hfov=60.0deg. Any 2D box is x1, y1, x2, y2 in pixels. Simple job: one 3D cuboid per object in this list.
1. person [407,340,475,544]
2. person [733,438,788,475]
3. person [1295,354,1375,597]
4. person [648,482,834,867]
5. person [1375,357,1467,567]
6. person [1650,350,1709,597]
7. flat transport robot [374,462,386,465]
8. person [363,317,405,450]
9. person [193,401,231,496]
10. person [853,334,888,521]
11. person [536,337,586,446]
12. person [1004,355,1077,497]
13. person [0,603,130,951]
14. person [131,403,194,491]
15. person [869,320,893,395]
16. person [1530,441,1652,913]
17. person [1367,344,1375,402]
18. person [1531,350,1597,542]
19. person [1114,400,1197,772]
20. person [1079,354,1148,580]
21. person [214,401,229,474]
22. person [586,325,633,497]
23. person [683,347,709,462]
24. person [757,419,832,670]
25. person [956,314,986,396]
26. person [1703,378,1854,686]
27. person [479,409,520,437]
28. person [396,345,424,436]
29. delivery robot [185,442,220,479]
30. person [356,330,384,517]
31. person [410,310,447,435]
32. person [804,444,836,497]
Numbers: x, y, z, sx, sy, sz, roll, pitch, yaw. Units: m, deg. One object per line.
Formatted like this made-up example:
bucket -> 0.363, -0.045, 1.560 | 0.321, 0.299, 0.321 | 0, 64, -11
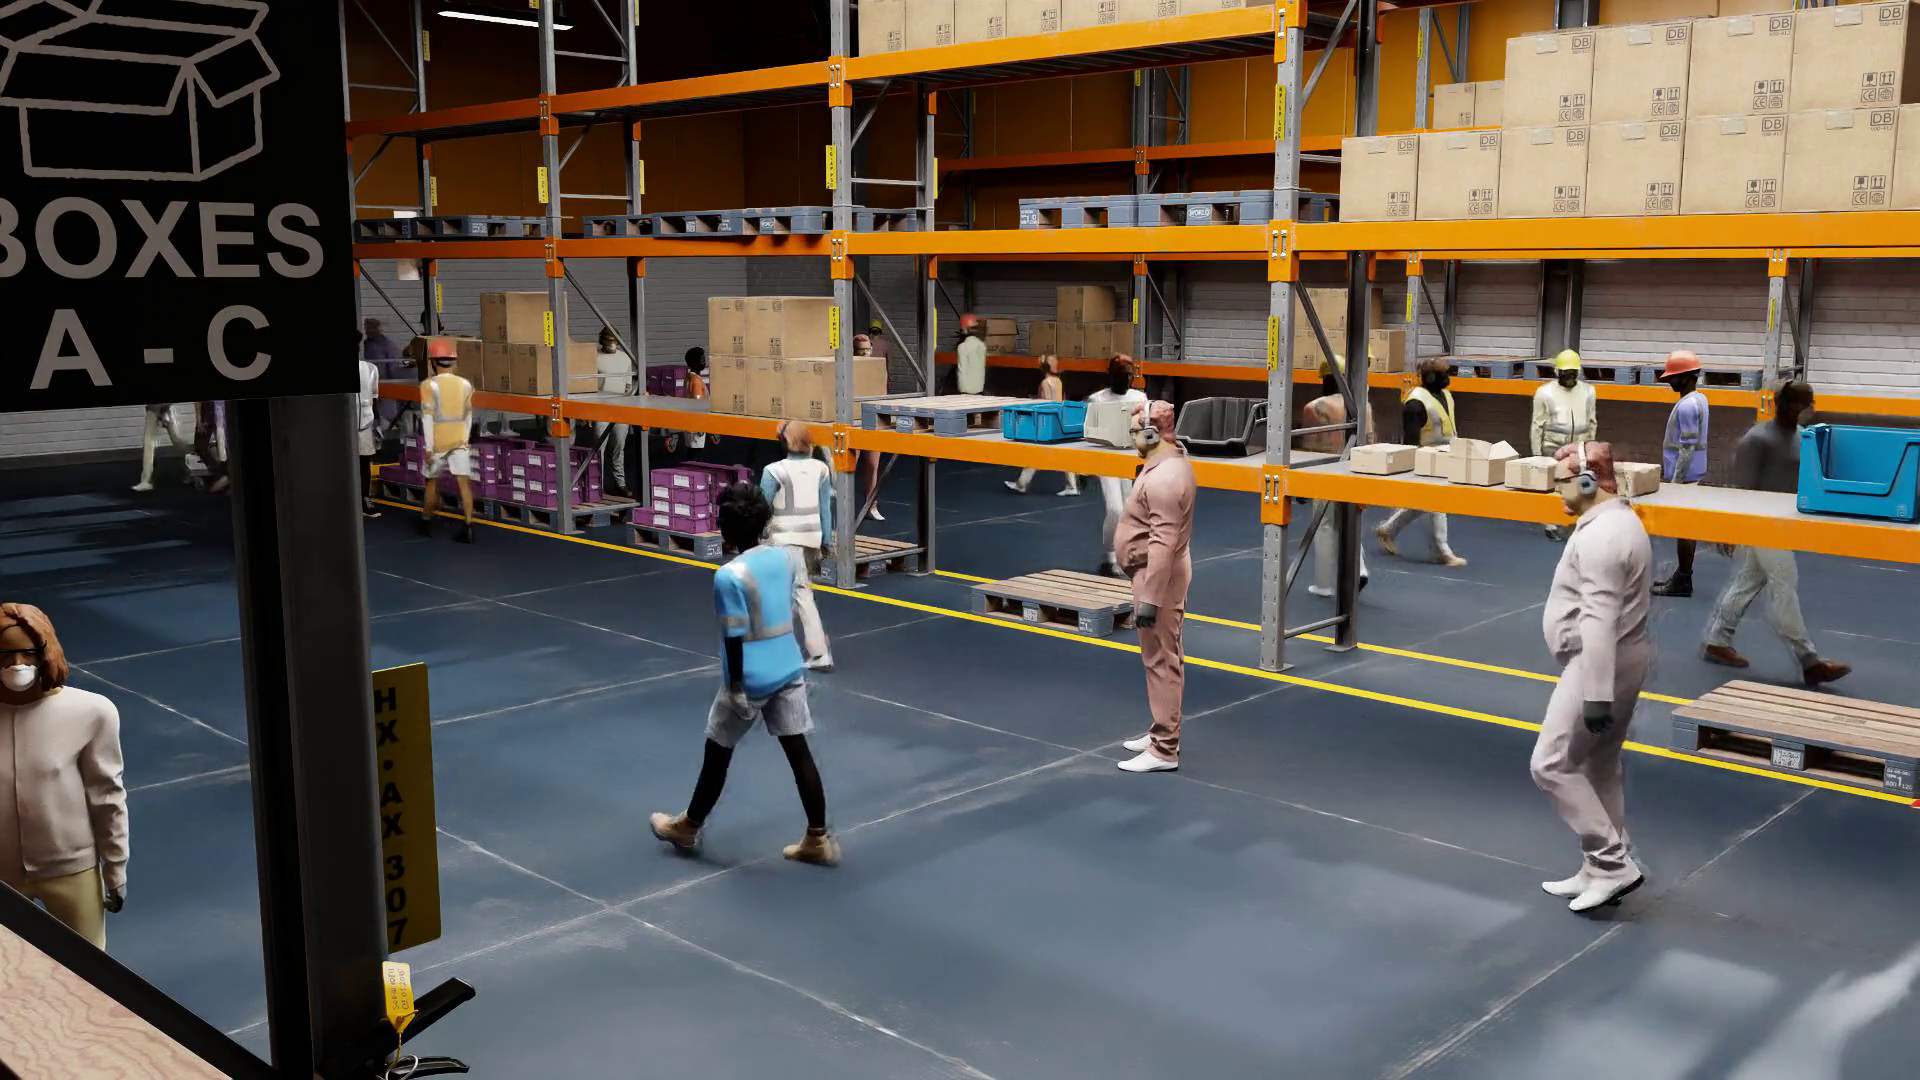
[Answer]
person -> -4.874, -0.930, 15.669 | 0.982, 1.884, 0.574 | 8, 13, 42
person -> -2.417, -1.719, 20.510 | 0.925, 1.881, 0.628 | 7, 11, 36
person -> 2.926, -0.486, 12.913 | 0.628, 1.904, 0.549 | -3, 10, -19
person -> -0.926, 0.576, 7.160 | 0.873, 1.654, 0.551 | 5, 11, 30
person -> 4.031, -0.697, 14.504 | 0.856, 1.817, 0.634 | 7, 12, 38
person -> 5.634, -0.516, 13.019 | 0.372, 1.930, 0.543 | 5, 11, 30
flat transport robot -> -7.568, -0.782, 19.719 | 1.431, 0.197, 0.652 | -3, 10, -16
person -> -8.165, -2.205, 23.523 | 0.656, 1.891, 0.681 | 4, 10, 24
person -> -8.355, -1.382, 18.636 | 0.431, 1.826, 0.529 | 5, 10, 27
person -> -0.992, -1.118, 16.782 | 0.652, 1.904, 0.403 | -5, 10, -28
person -> -4.725, -1.539, 19.738 | 0.614, 1.799, 0.739 | -3, 10, -17
person -> 0.951, -1.281, 18.717 | 0.865, 1.587, 0.545 | 4, 10, 24
person -> -2.662, 0.977, 4.798 | 0.498, 1.629, 0.274 | -4, 10, -22
person -> -9.343, -1.507, 19.487 | 0.537, 1.814, 1.009 | 2, 9, 12
person -> -1.316, -2.557, 26.031 | 0.526, 1.768, 0.331 | -1, 9, -6
person -> 2.528, 0.545, 6.654 | 0.407, 1.882, 0.674 | 5, 11, 29
person -> 4.362, -1.289, 18.263 | 0.329, 1.765, 0.533 | 3, 10, 18
person -> 5.618, -0.852, 15.423 | 0.624, 1.806, 0.678 | 0, 9, 2
person -> 0.989, 0.234, 8.511 | 0.406, 1.902, 0.639 | 2, 9, 13
person -> 1.324, -0.591, 13.681 | 0.611, 1.862, 0.622 | -6, 11, -32
person -> -6.286, -0.788, 14.756 | 0.584, 1.912, 0.465 | -3, 10, -15
person -> -3.916, -1.432, 18.623 | 0.627, 1.934, 0.372 | -7, 12, -37
person -> -2.934, -1.299, 18.529 | 0.316, 1.695, 0.542 | -3, 10, -18
person -> -1.088, 0.021, 10.740 | 0.529, 1.590, 0.867 | -9, 13, -43
person -> 0.188, -2.037, 22.224 | 0.837, 1.970, 0.631 | 7, 11, 35
person -> 5.150, -0.064, 10.389 | 0.647, 1.878, 1.036 | -6, 11, -32
person -> -7.011, -2.464, 25.220 | 0.732, 1.840, 0.541 | -6, 11, -32
person -> -6.692, -1.580, 20.445 | 0.502, 1.632, 0.284 | 1, 9, 7
delivery robot -> -8.604, -0.904, 19.314 | 0.707, 0.478, 0.477 | -3, 10, -20
person -> -6.209, -1.187, 17.035 | 0.601, 1.961, 0.372 | -9, 13, -43
person -> -7.025, -2.060, 22.144 | 0.674, 2.000, 0.535 | 0, 9, 2
person -> -1.718, -1.396, 18.722 | 0.952, 1.820, 0.544 | 4, 10, 23
